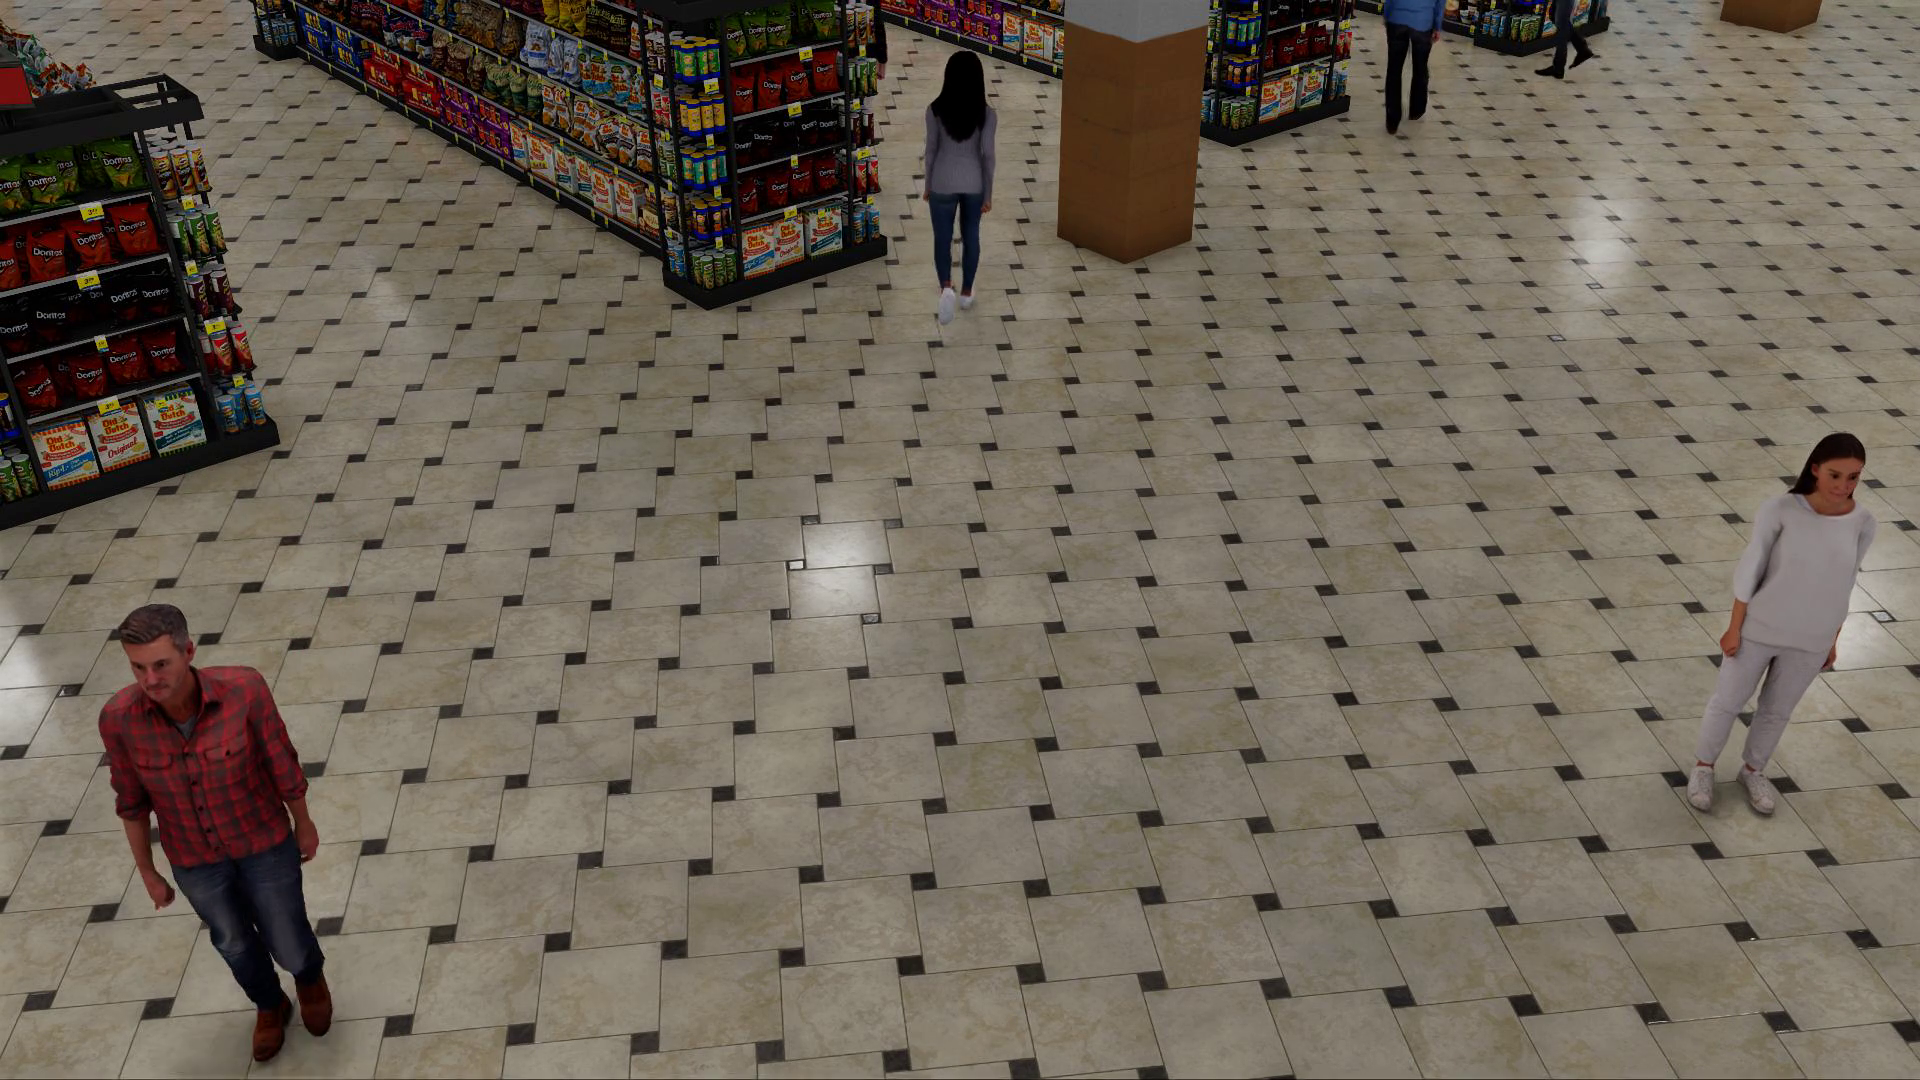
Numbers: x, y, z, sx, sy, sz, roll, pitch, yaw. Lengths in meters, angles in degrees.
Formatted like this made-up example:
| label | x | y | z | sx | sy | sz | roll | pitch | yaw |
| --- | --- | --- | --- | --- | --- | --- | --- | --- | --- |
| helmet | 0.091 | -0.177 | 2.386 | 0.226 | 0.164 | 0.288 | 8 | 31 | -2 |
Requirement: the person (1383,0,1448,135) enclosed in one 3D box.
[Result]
| label | x | y | z | sx | sy | sz | roll | pitch | yaw |
| --- | --- | --- | --- | --- | --- | --- | --- | --- | --- |
| person | 3.741 | -4.278 | 13.805 | 0.971 | 1.784 | 0.988 | 8 | 33 | 13 |

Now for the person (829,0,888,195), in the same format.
| label | x | y | z | sx | sy | sz | roll | pitch | yaw |
| --- | --- | --- | --- | --- | --- | --- | --- | --- | --- |
| person | -0.843 | -3.606 | 12.701 | 0.786 | 1.809 | 1.170 | -17 | 36 | -25 |

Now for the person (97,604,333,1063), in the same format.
| label | x | y | z | sx | sy | sz | roll | pitch | yaw |
| --- | --- | --- | --- | --- | --- | --- | --- | --- | --- |
| person | -2.371 | 0.919 | 5.420 | 0.828 | 1.818 | 0.834 | -8 | 33 | -12 |

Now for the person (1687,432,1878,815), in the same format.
| label | x | y | z | sx | sy | sz | roll | pitch | yaw |
| --- | --- | --- | --- | --- | --- | --- | --- | --- | --- |
| person | 3.210 | 0.330 | 6.490 | 0.671 | 1.689 | 0.740 | 4 | 32 | 7 |

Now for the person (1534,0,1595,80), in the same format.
| label | x | y | z | sx | sy | sz | roll | pitch | yaw |
| --- | --- | --- | --- | --- | --- | --- | --- | --- | --- |
| person | 5.651 | -5.067 | 15.090 | 0.853 | 1.766 | 0.798 | 14 | 34 | 21 |

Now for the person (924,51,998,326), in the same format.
| label | x | y | z | sx | sy | sz | roll | pitch | yaw |
| --- | --- | --- | --- | --- | --- | --- | --- | --- | --- |
| person | -0.015 | -2.184 | 10.504 | 0.995 | 1.717 | 1.090 | 0 | 32 | 1 |
